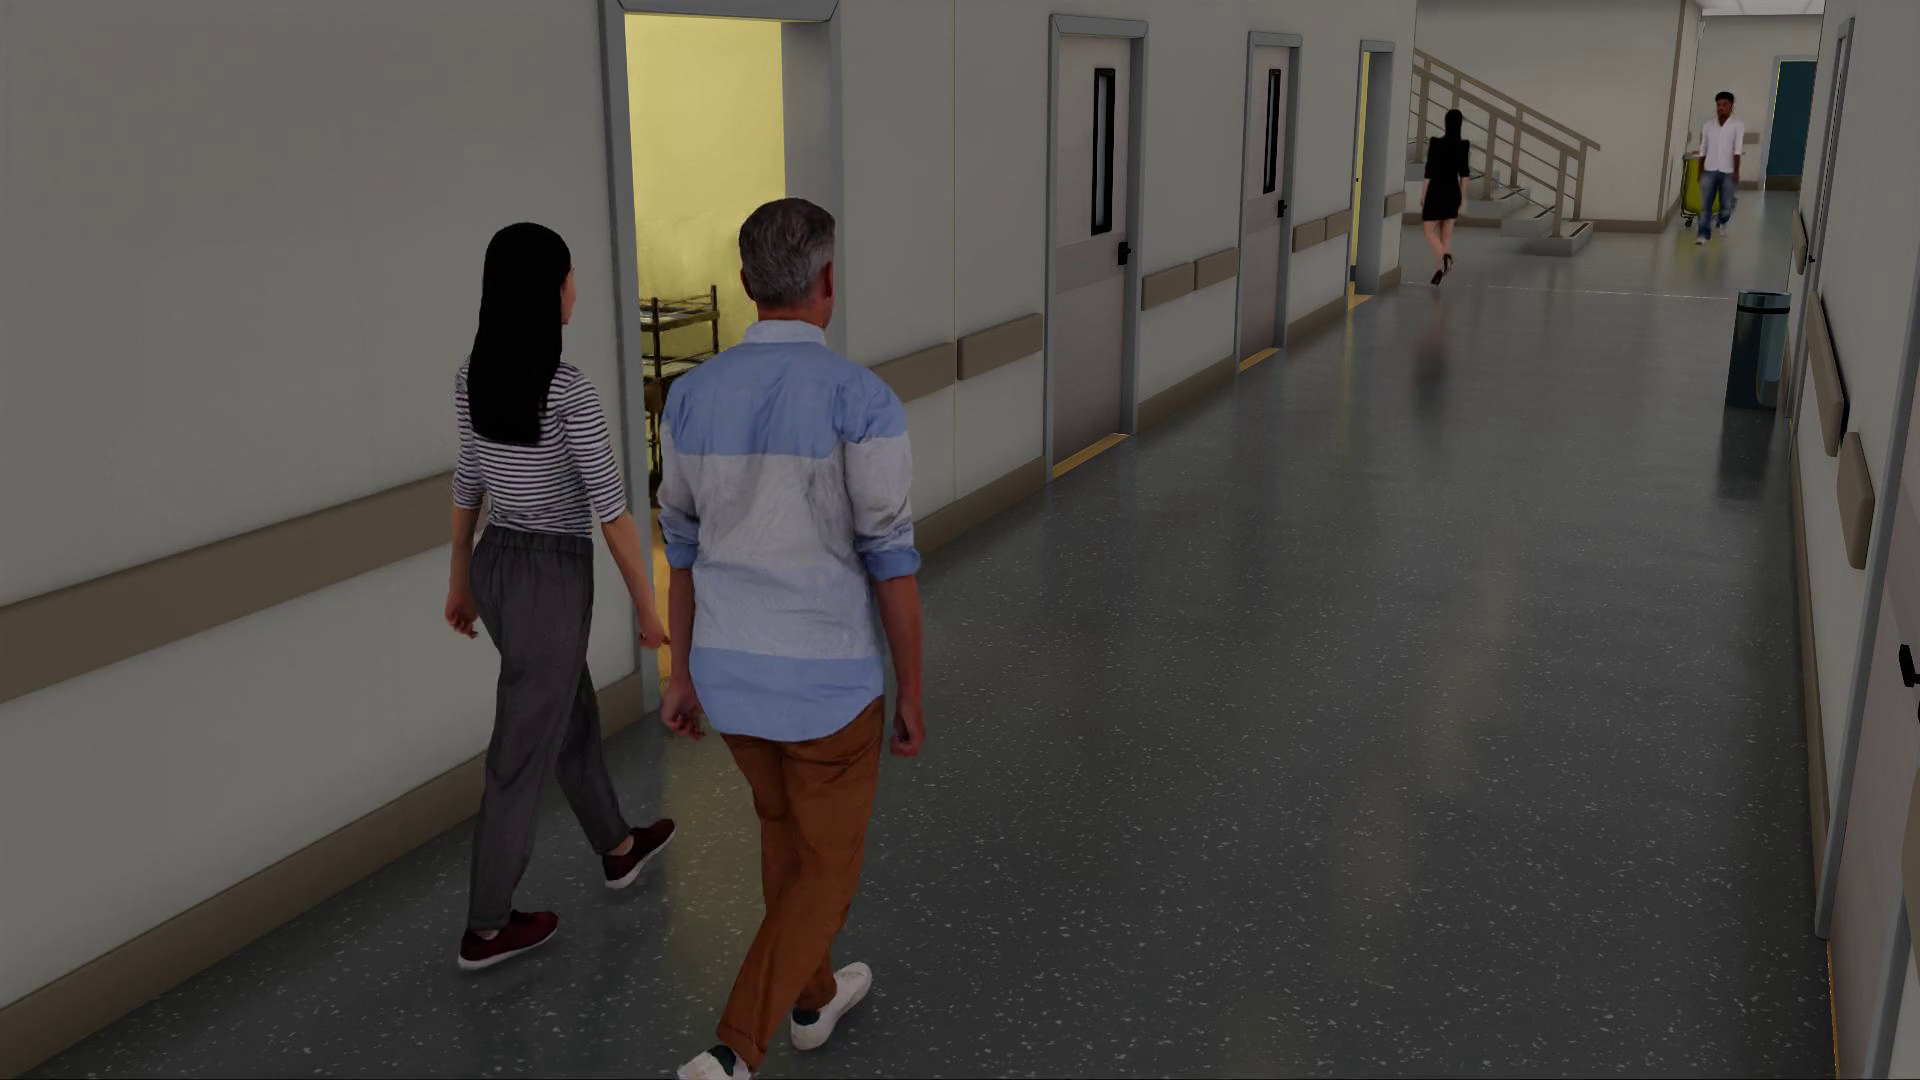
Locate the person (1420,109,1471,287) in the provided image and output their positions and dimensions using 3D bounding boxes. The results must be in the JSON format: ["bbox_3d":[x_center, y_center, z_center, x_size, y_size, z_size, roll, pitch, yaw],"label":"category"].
[{"bbox_3d":[4.688,-3.276,16.042,0.851,1.685,0.877,-2,16,-7],"label":"person"}]

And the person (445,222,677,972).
[{"bbox_3d":[-1.034,0.177,3.756,0.932,1.704,0.814,11,19,35],"label":"person"}]

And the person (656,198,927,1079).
[{"bbox_3d":[-0.358,0.285,3.198,0.978,1.799,0.775,7,17,23],"label":"person"}]

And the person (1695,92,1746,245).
[{"bbox_3d":[9.201,-4.479,20.100,0.920,1.798,0.810,11,19,34],"label":"person"}]
